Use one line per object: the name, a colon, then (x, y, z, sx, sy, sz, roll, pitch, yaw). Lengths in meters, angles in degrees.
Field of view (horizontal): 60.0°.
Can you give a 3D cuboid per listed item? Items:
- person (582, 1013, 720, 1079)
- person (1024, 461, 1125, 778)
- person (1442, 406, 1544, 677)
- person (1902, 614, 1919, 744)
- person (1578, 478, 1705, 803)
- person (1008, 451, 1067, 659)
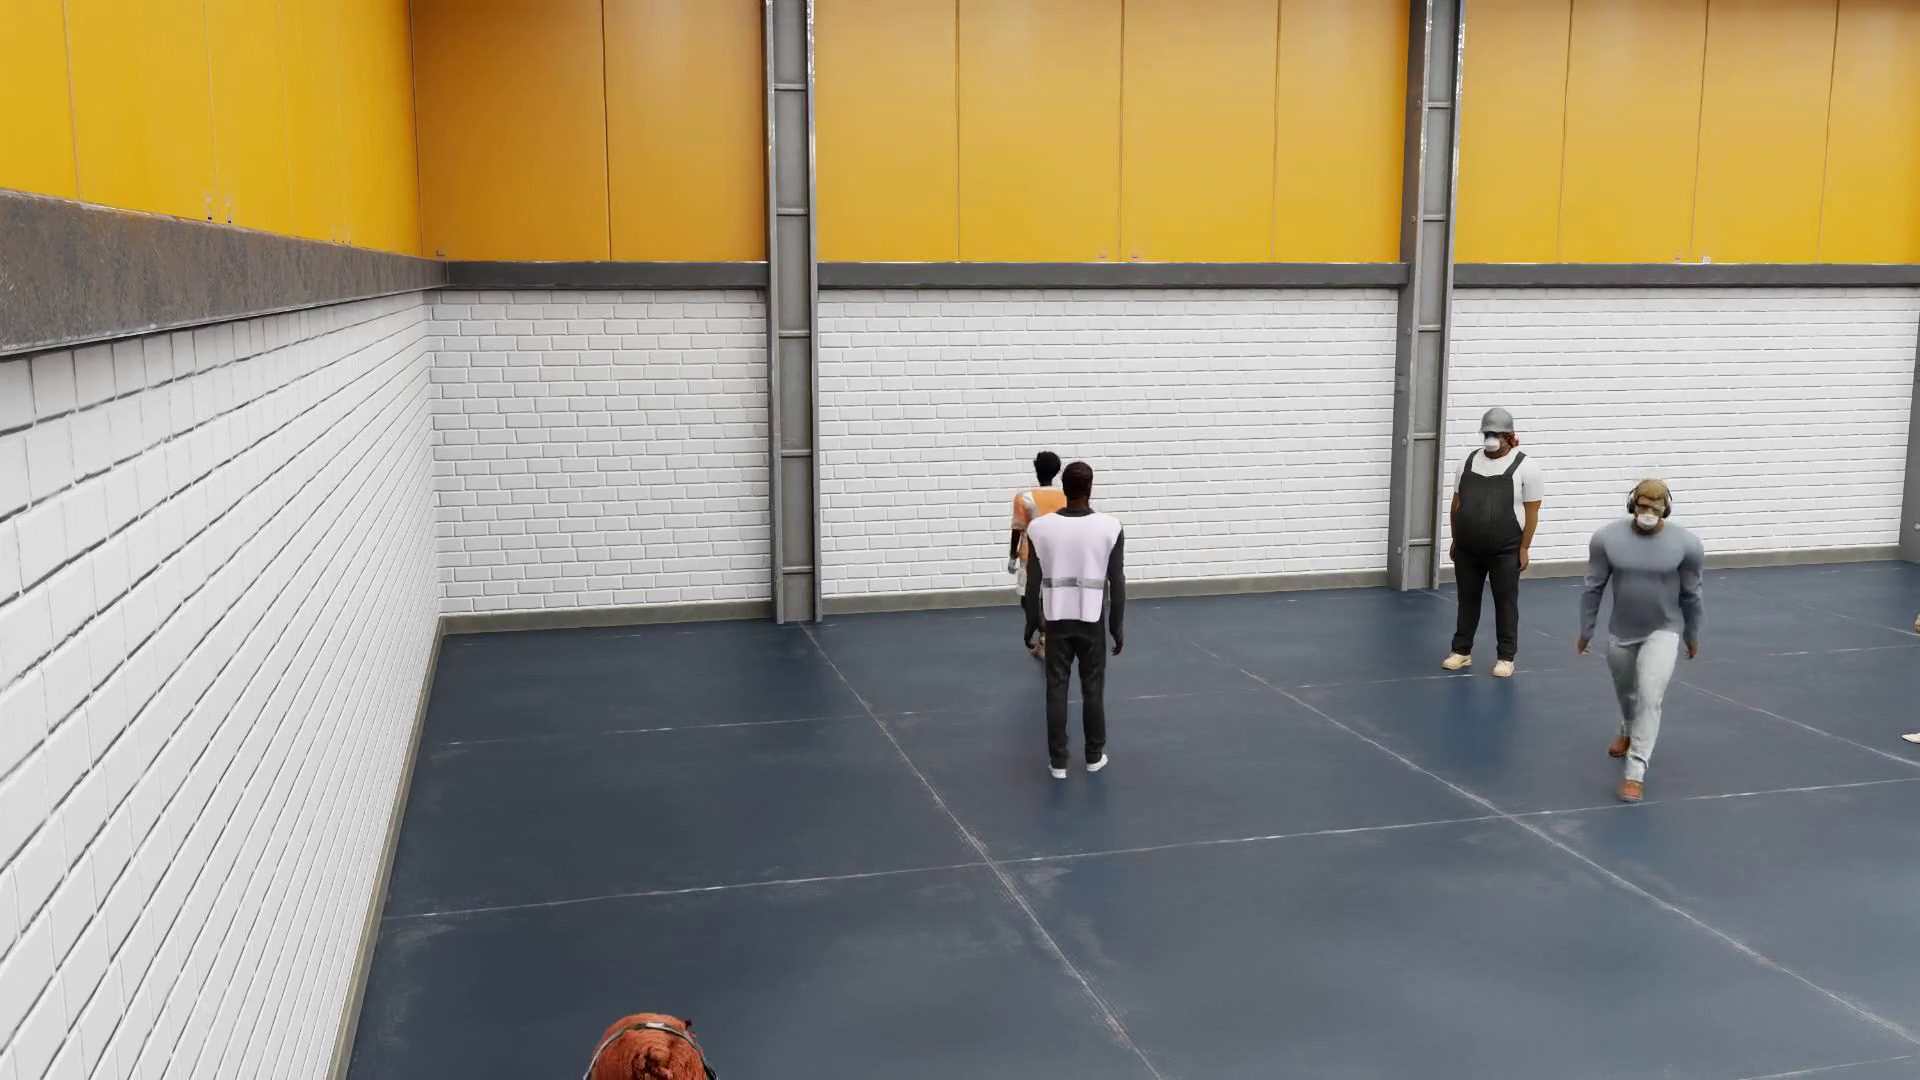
person: (-0.494, 1.674, 2.823, 0.603, 1.828, 1.001, -2, 9, -11)
person: (0.691, 0.479, 10.084, 0.616, 1.910, 0.530, 1, 9, 7)
person: (3.996, 0.008, 12.571, 0.681, 2.000, 0.537, 7, 12, 39)
person: (6.350, 0.450, 10.670, 0.525, 1.769, 0.315, -4, 10, -23)
person: (4.071, 0.526, 9.897, 0.666, 1.881, 1.061, 6, 11, 35)
person: (0.670, 0.150, 12.822, 0.537, 1.673, 0.686, -3, 10, -21)
